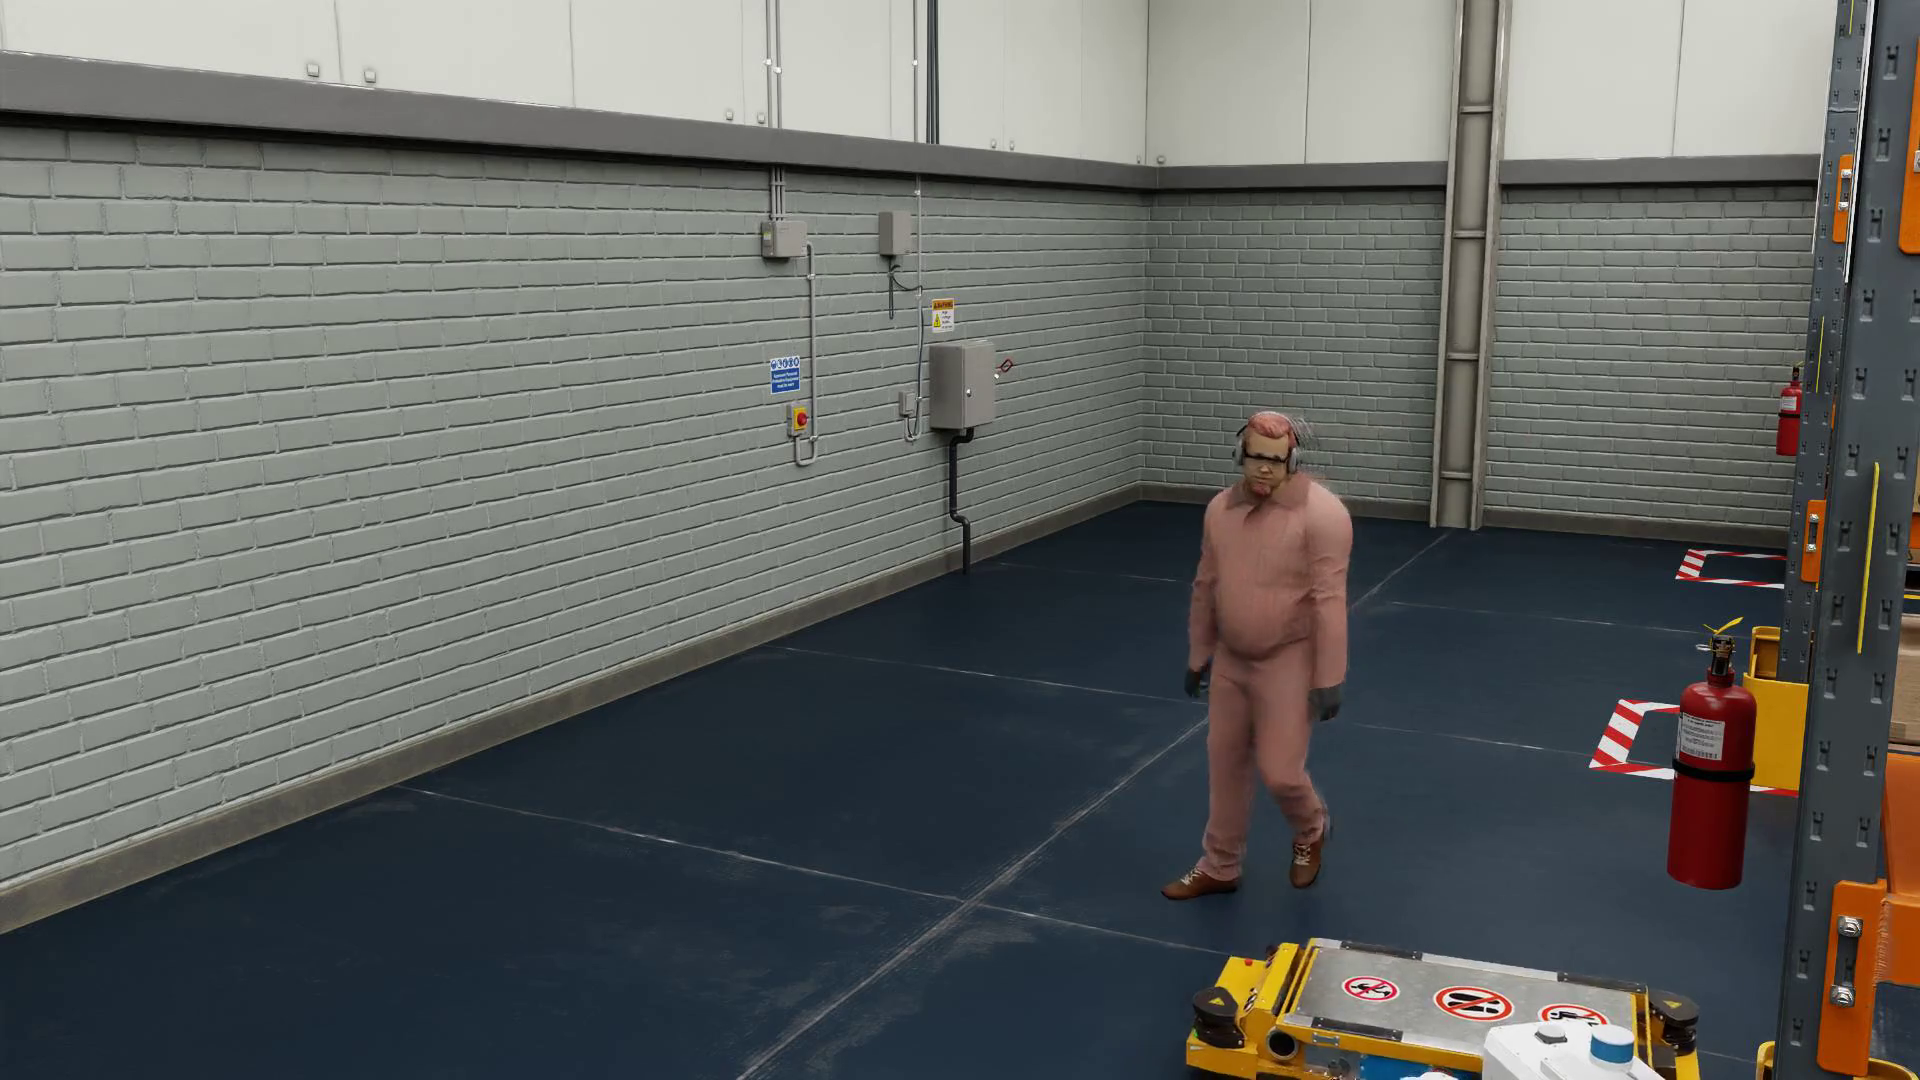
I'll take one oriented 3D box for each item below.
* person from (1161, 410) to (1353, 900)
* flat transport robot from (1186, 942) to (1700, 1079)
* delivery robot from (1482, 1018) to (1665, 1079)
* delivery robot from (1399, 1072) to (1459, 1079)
[{"bbox_3d":[1.140,0.452,6.192,0.531,1.887,0.699,-8,13,-37],"label":"person"},{"bbox_3d":[1.458,1.477,5.019,1.431,0.197,0.652,4,11,20],"label":"flat transport robot"},{"bbox_3d":[1.608,1.450,4.133,0.477,0.478,0.707,-2,11,-12],"label":"delivery robot"},{"bbox_3d":[1.054,1.498,3.876,0.477,0.478,0.707,9,14,42],"label":"delivery robot"}]
